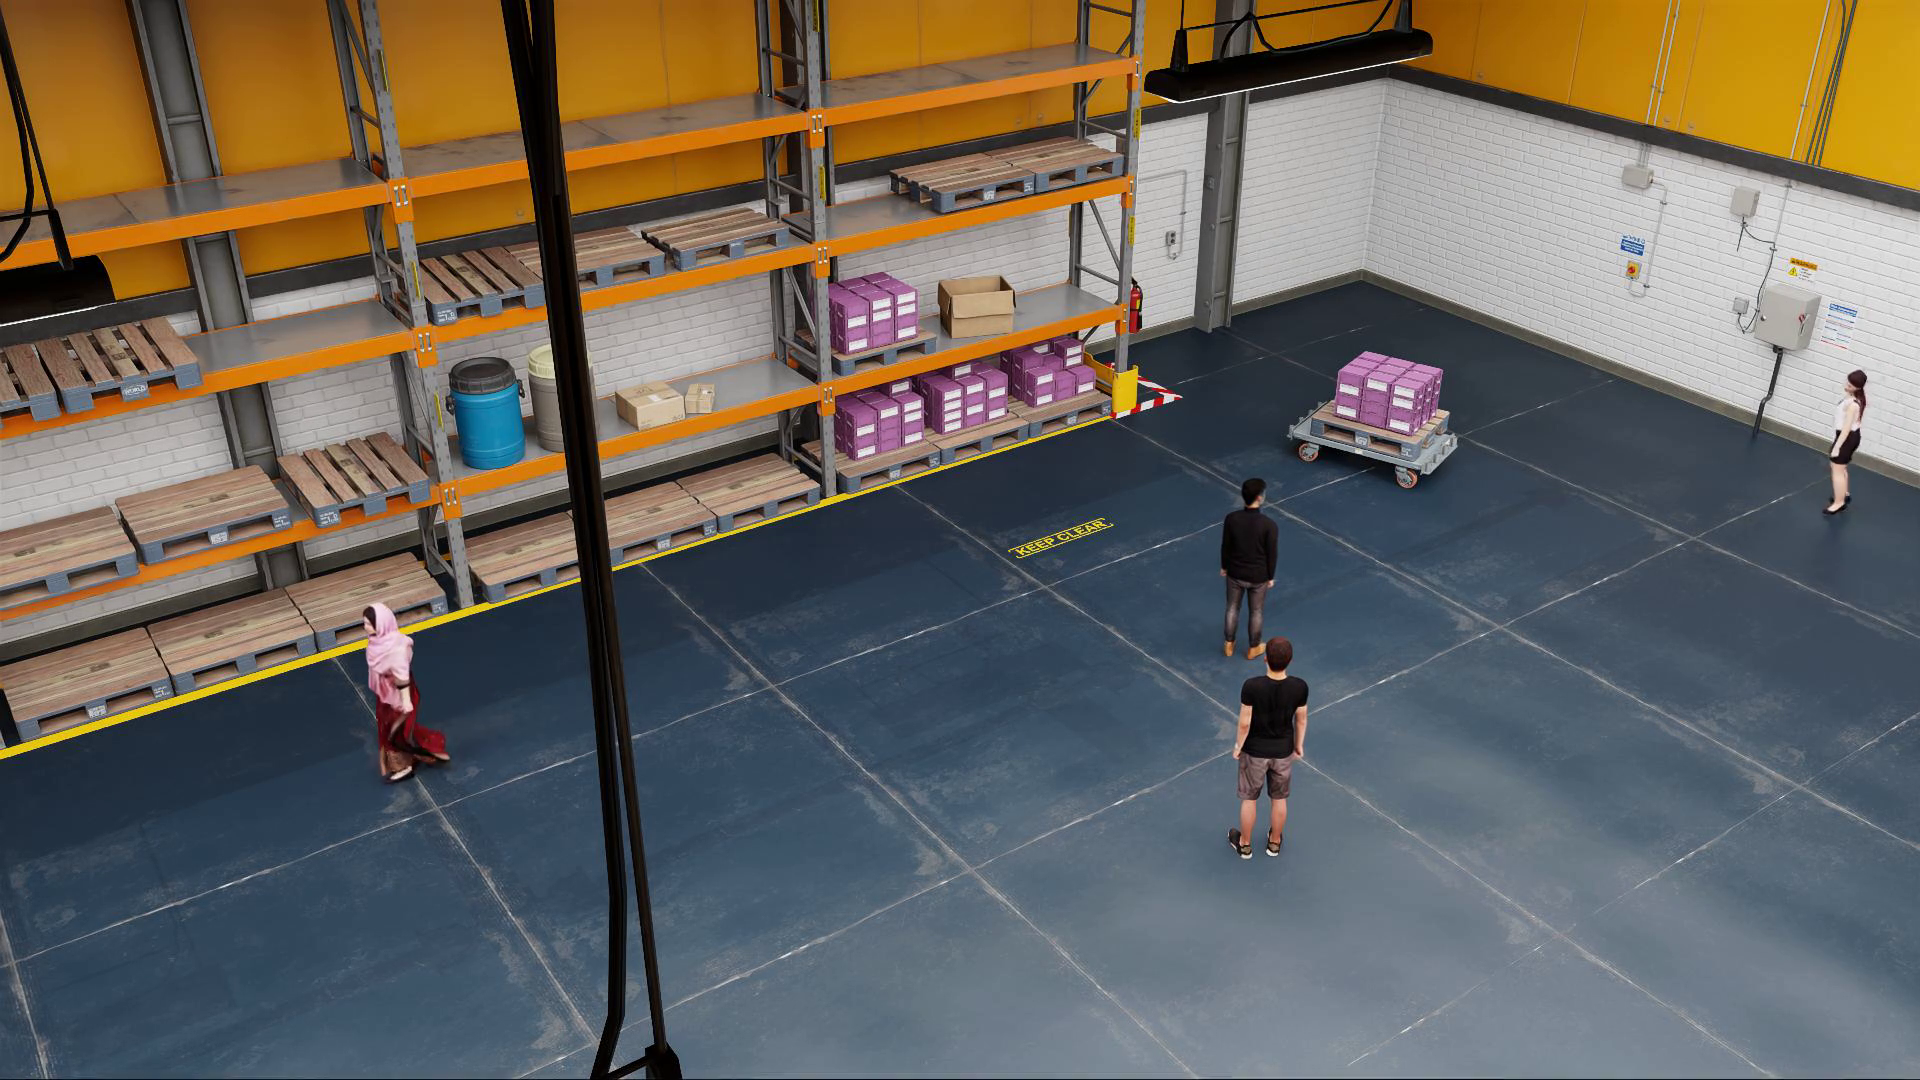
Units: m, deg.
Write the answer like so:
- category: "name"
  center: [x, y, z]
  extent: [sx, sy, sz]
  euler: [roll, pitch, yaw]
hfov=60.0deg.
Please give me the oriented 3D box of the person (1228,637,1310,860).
- category: "person"
  center: [2.242, 1.517, 12.130]
  extent: [0.711, 1.862, 0.832]
  euler: [-2, 29, -3]

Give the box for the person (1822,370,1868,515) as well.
- category: "person"
  center: [9.072, -0.978, 16.964]
  extent: [0.826, 1.613, 0.724]
  euler: [22, 35, 34]

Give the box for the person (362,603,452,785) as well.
- category: "person"
  center: [-4.353, 1.168, 13.019]
  extent: [0.791, 1.623, 0.684]
  euler: [-23, 36, -36]

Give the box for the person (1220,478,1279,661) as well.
- category: "person"
  center: [2.525, 0.256, 14.586]
  extent: [0.725, 1.723, 0.721]
  euler: [12, 31, 22]
